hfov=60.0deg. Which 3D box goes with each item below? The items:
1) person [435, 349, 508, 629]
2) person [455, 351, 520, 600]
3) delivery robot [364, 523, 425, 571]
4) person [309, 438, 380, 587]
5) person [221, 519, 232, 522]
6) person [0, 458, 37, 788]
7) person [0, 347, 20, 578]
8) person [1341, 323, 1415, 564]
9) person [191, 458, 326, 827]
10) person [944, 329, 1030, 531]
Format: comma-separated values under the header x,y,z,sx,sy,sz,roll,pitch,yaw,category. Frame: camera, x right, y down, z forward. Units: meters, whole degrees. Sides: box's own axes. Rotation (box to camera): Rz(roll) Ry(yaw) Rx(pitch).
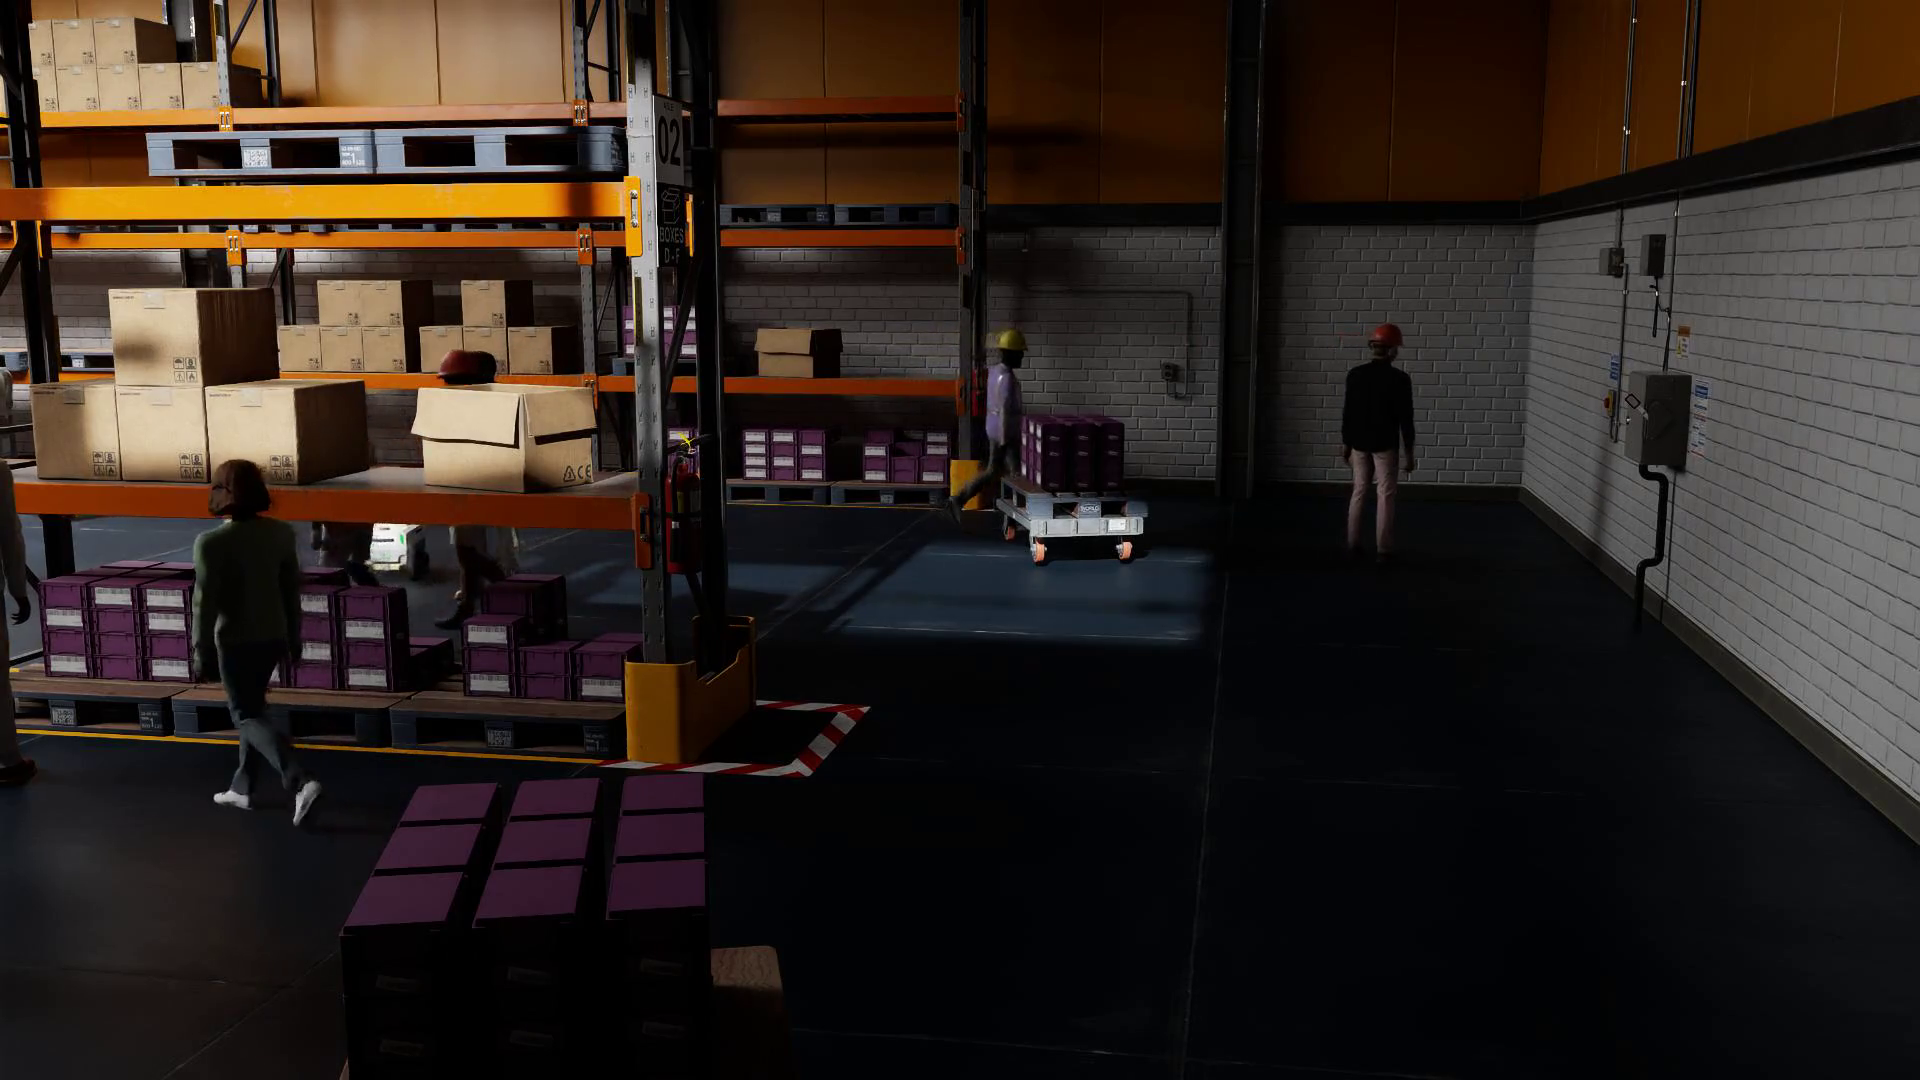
x,y,z,sx,sy,sz,roll,pitch,yaw,category
-3.160,-0.305,11.027,0.817,1.908,0.564,2,9,15,person
-3.468,-0.462,12.172,0.632,1.840,0.429,2,9,13,person
-4.473,-0.023,13.133,0.477,0.478,0.707,-1,9,-5,delivery robot
-3.866,-0.114,10.457,0.441,1.689,0.574,2,9,14,person
-5.941,-0.599,13.688,0.468,1.624,0.522,3,10,17,person
-4.639,0.233,7.718,0.584,1.884,0.349,-2,9,-15,person
-7.524,-0.670,12.872,0.400,2.029,0.614,3,10,19,person
3.455,-0.791,13.752,0.395,1.991,0.645,-8,12,-42,person
-3.063,0.445,7.259,0.750,1.604,0.508,5,10,27,person
0.321,-0.997,15.364,0.843,1.894,0.598,-3,9,-15,person
